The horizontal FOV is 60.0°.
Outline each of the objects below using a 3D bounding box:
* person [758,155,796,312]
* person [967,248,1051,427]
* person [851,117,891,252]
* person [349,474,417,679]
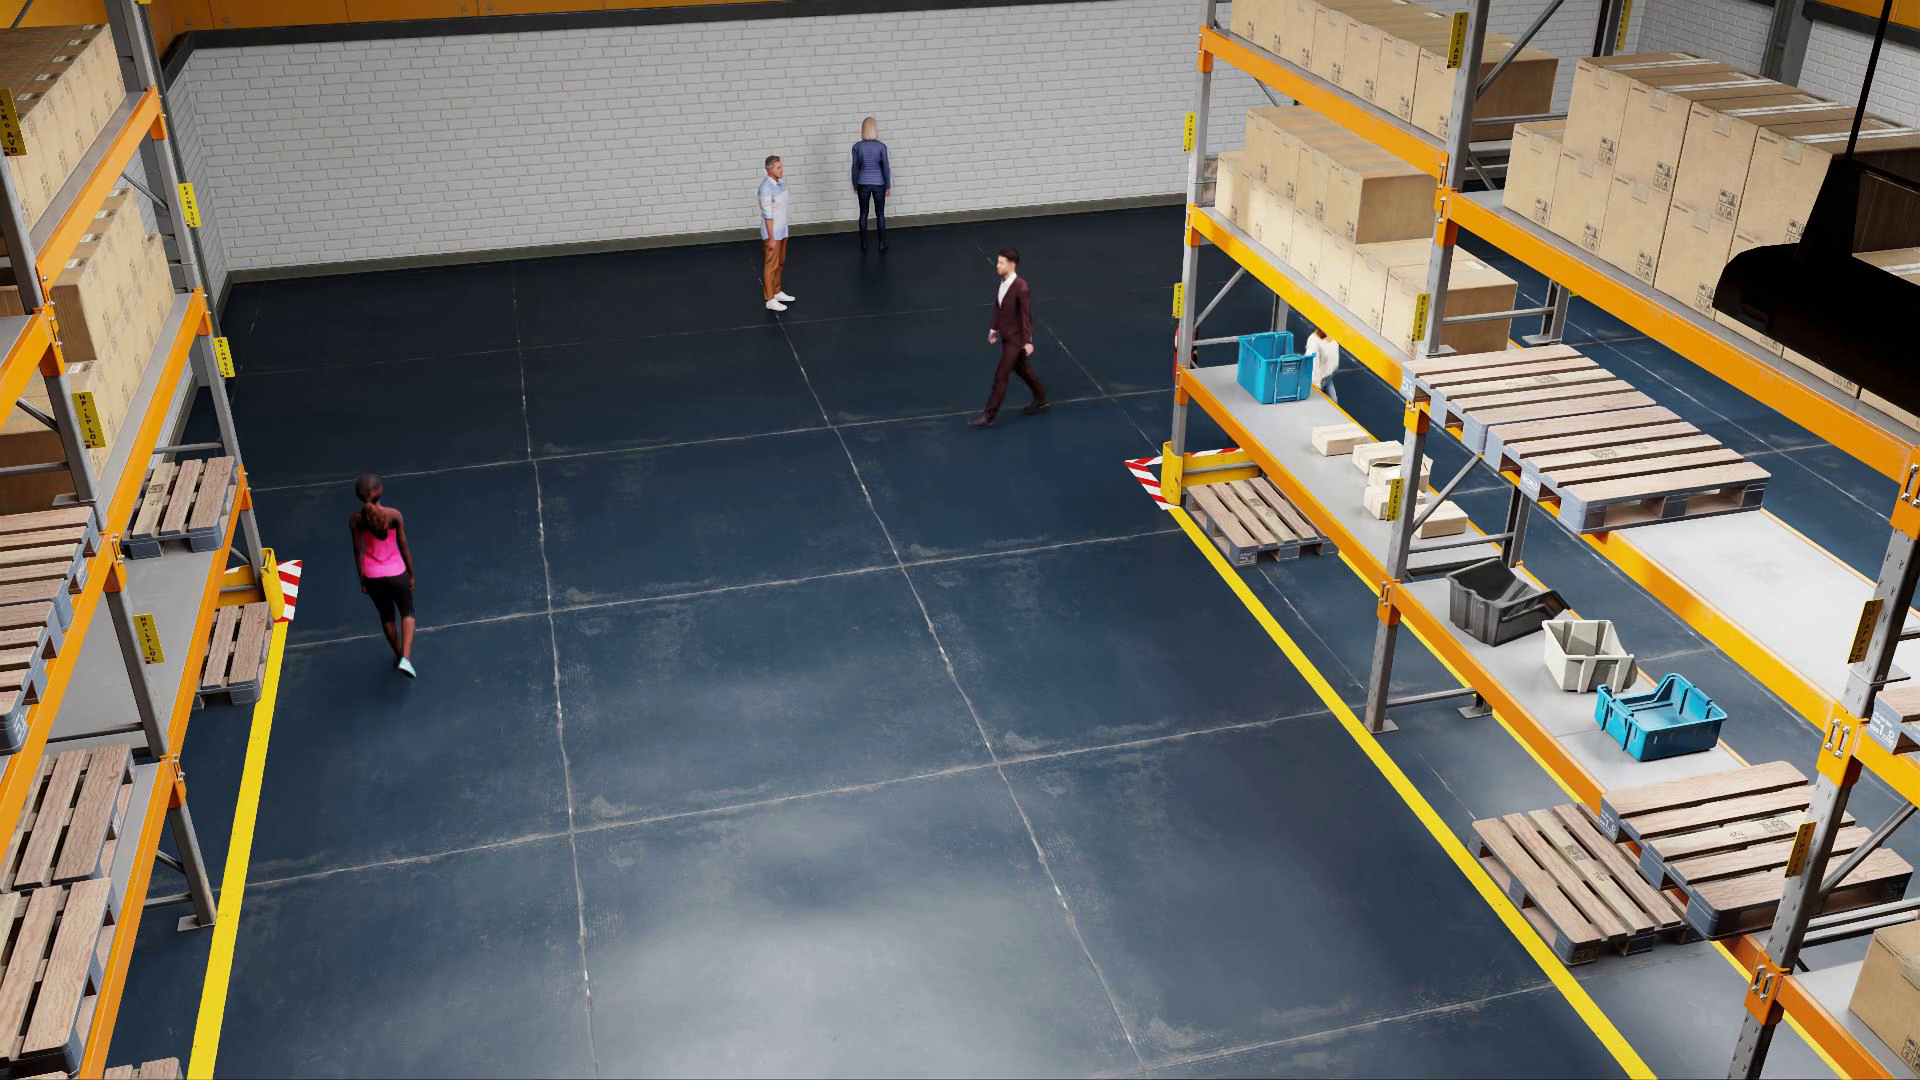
[{"bbox_3d":[-2.199,-3.666,19.725,0.827,1.825,0.686,7,29,12],"label":"person"},{"bbox_3d":[0.616,-2.050,16.772,0.872,1.815,1.190,-11,30,-19],"label":"person"},{"bbox_3d":[-1.152,-4.610,21.539,0.716,1.744,0.657,2,29,3],"label":"person"},{"bbox_3d":[-4.331,0.326,12.529,0.540,1.707,0.863,-7,29,-13],"label":"person"}]
